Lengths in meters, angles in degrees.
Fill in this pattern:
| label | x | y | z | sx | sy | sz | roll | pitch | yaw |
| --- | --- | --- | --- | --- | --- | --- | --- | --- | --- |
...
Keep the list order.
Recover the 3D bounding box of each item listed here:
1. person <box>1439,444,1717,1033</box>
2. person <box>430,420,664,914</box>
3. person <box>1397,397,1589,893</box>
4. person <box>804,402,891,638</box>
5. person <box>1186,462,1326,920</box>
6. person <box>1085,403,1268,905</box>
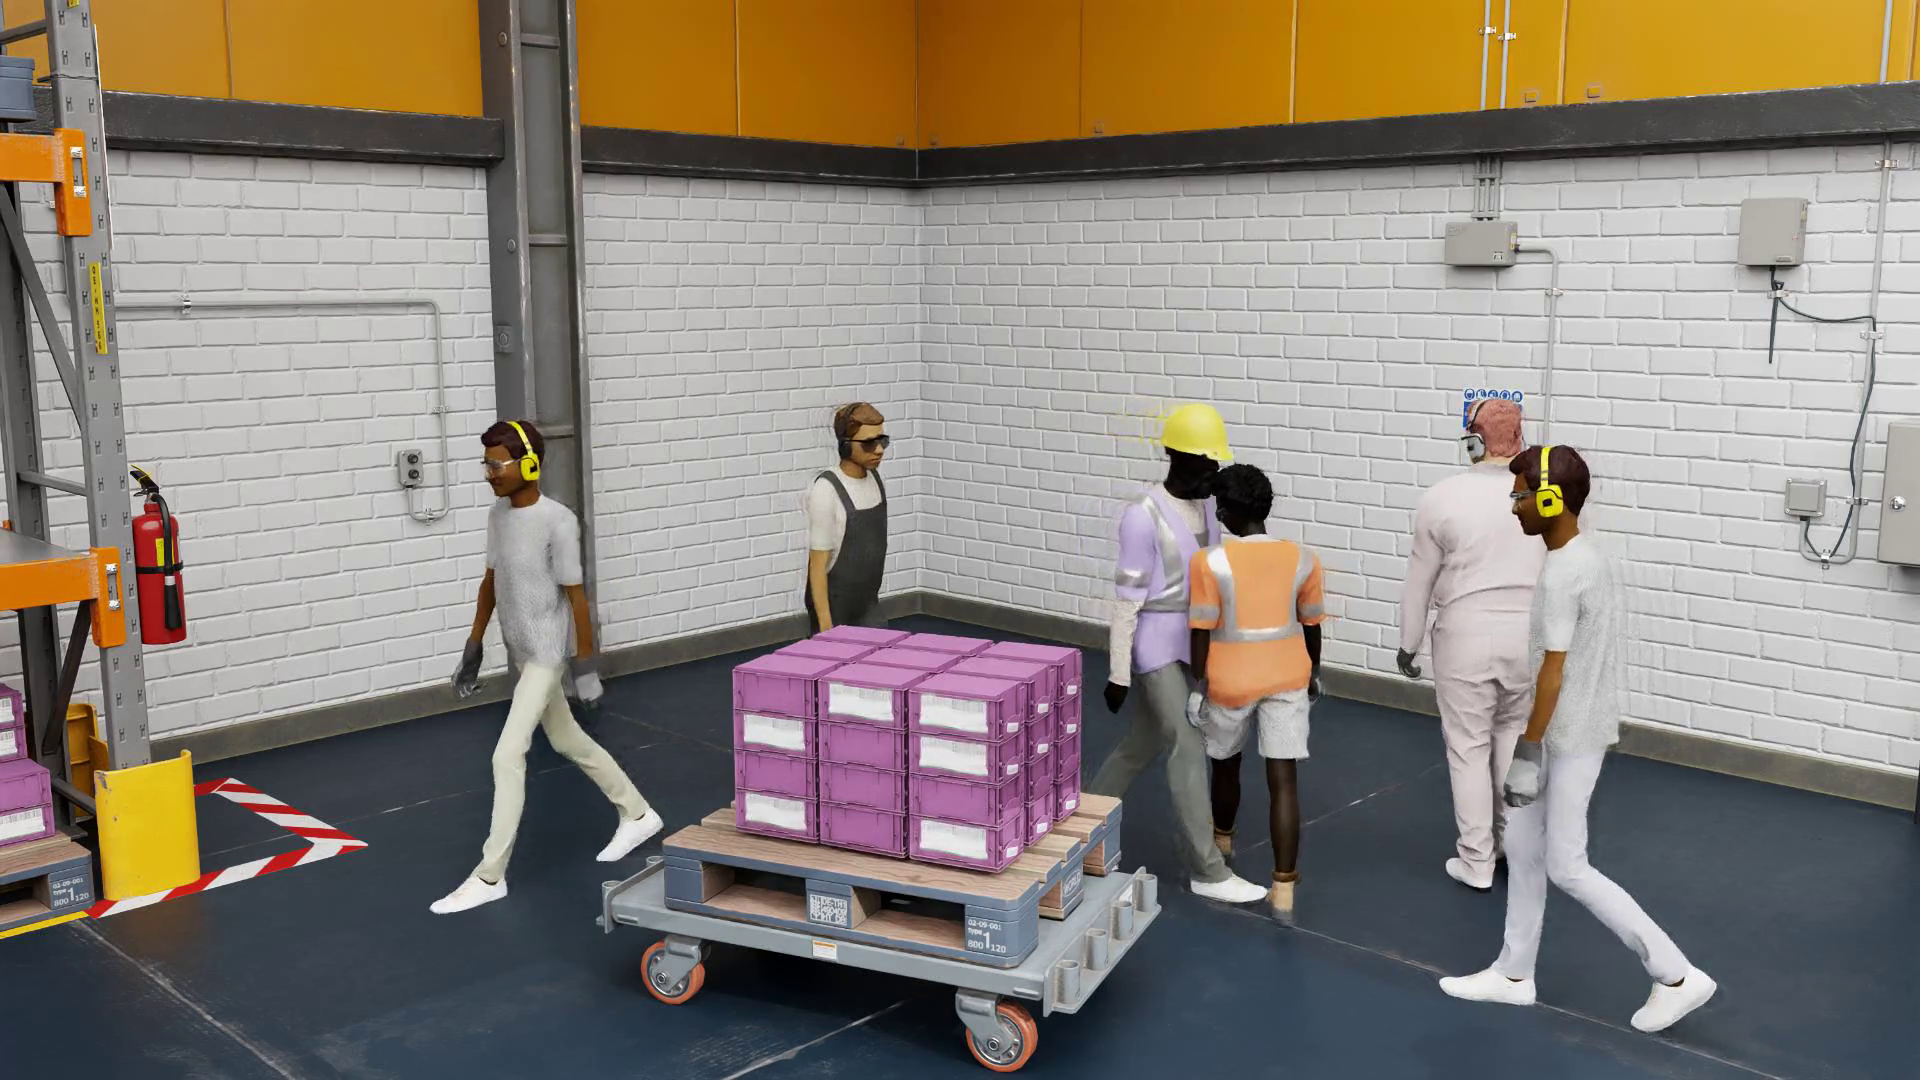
| label | x | y | z | sx | sy | sz | roll | pitch | yaw |
| --- | --- | --- | --- | --- | --- | --- | --- | --- | --- |
| person | 1.950 | 0.622 | 5.134 | 0.766 | 1.836 | 0.525 | 3 | 10 | 20 |
| person | -1.581 | 0.437 | 6.354 | 0.990 | 1.825 | 0.532 | -8 | 12 | -40 |
| person | 2.015 | 0.396 | 6.366 | 0.644 | 1.880 | 0.502 | -1 | 9 | -5 |
| person | -0.460 | 0.317 | 7.062 | 0.601 | 1.812 | 0.535 | 6 | 11 | 33 |
| person | 1.106 | 0.527 | 6.276 | 0.579 | 1.634 | 0.897 | -1 | 9 | -8 |
| person | 0.752 | 0.407 | 6.351 | 0.884 | 1.880 | 0.583 | 6 | 11 | 31 |
